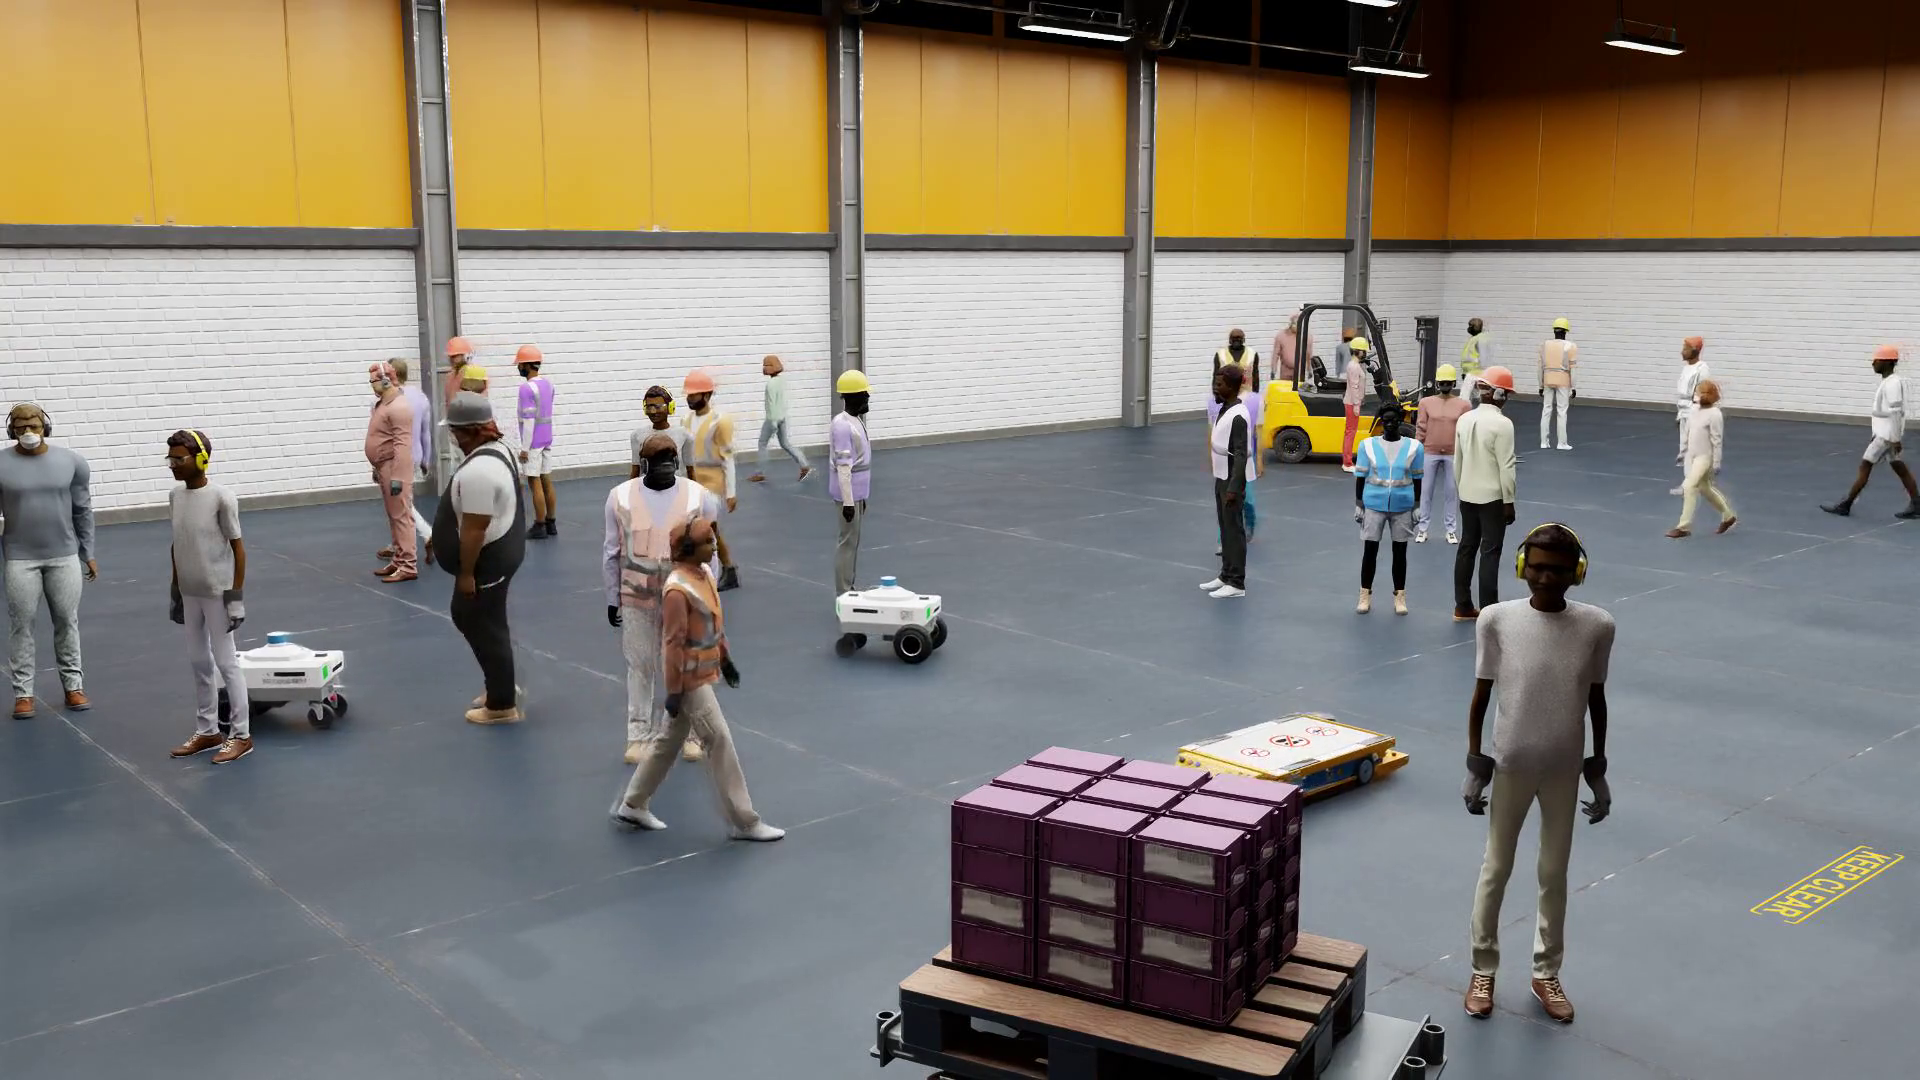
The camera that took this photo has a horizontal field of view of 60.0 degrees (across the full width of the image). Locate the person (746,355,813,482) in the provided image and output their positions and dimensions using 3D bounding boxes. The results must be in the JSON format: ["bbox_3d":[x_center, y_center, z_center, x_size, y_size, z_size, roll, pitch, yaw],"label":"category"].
[{"bbox_3d":[-2.251,-1.509,20.703,0.791,1.601,0.499,3,10,16],"label":"person"}]

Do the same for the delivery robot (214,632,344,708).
[{"bbox_3d":[-4.093,0.796,9.995,0.707,0.478,0.477,-1,10,-3],"label":"delivery robot"}]

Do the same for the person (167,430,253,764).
[{"bbox_3d":[-4.202,0.316,9.263,0.535,1.859,0.309,4,11,24],"label":"person"}]

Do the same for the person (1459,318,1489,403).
[{"bbox_3d":[8.635,-2.820,27.833,0.966,1.803,0.624,1,10,6],"label":"person"}]

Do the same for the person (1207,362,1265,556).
[{"bbox_3d":[2.629,-0.790,15.830,0.584,1.828,0.711,4,11,24],"label":"person"}]

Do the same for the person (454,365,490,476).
[{"bbox_3d":[-4.935,-0.942,17.077,0.833,1.700,0.497,-2,10,-12],"label":"person"}]

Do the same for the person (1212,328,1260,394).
[{"bbox_3d":[3.787,-1.985,22.820,0.637,1.832,0.430,1,10,7],"label":"person"}]

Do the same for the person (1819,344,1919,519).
[{"bbox_3d":[9.941,-1.162,17.879,1.036,1.877,0.551,5,11,27],"label":"person"}]

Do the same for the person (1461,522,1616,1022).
[{"bbox_3d":[2.126,0.850,6.122,0.530,1.864,0.313,1,10,7],"label":"person"}]

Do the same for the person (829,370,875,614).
[{"bbox_3d":[-0.842,-0.370,13.074,0.356,1.930,0.592,1,10,4],"label":"person"}]

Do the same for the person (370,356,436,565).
[{"bbox_3d":[-5.051,-0.716,15.166,0.847,1.913,0.637,5,11,27],"label":"person"}]

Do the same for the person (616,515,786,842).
[{"bbox_3d":[-1.297,0.661,8.010,0.848,1.599,0.522,0,10,2],"label":"person"}]

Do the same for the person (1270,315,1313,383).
[{"bbox_3d":[5.629,-2.903,28.225,0.685,1.838,1.062,2,10,14],"label":"person"}]

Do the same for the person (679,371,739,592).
[{"bbox_3d":[-2.144,-0.448,13.677,0.560,1.882,0.969,9,13,41],"label":"person"}]

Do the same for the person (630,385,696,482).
[{"bbox_3d":[-2.212,-0.220,12.375,0.532,1.868,0.310,1,10,3],"label":"person"}]

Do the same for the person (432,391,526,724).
[{"bbox_3d":[-2.884,0.106,9.967,0.535,2.000,0.699,-1,10,-5],"label":"person"}]

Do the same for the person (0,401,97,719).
[{"bbox_3d":[-5.642,0.115,10.208,0.633,1.938,0.356,-7,12,-35],"label":"person"}]

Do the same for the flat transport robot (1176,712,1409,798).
[{"bbox_3d":[1.708,1.179,8.854,1.431,0.197,0.652,-8,13,-41],"label":"flat transport robot"}]

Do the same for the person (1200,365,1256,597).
[{"bbox_3d":[2.240,-0.484,13.776,0.392,1.920,0.587,0,10,-3],"label":"person"}]

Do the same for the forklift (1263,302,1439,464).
[{"bbox_3d":[5.320,-2.157,22.763,2.313,2.155,1.214,3,10,16],"label":"forklift"}]

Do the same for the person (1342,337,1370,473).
[{"bbox_3d":[5.152,-1.757,21.678,0.309,1.769,0.524,2,10,10],"label":"person"}]

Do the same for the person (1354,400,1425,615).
[{"bbox_3d":[3.363,-0.253,13.071,0.541,1.696,0.315,2,10,12],"label":"person"}]

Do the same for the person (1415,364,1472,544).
[{"bbox_3d":[4.728,-0.840,16.309,0.525,1.769,0.308,2,10,13],"label":"person"}]

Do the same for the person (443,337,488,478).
[{"bbox_3d":[-5.177,-1.172,17.655,0.628,1.975,0.683,6,11,31],"label":"person"}]

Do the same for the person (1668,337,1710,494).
[{"bbox_3d":[8.719,-1.453,19.666,0.597,1.865,0.585,0,10,3],"label":"person"}]

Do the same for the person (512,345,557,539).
[{"bbox_3d":[-4.260,-0.974,16.595,0.368,1.933,0.553,2,10,12],"label":"person"}]

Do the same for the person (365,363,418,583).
[{"bbox_3d":[-4.938,-0.586,14.431,0.407,1.902,0.639,-5,11,-26],"label":"person"}]

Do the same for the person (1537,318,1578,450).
[{"bbox_3d":[8.688,-2.266,24.190,0.586,1.925,0.369,9,13,41],"label":"person"}]

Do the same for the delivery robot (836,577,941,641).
[{"bbox_3d":[-0.504,0.501,11.719,0.707,0.478,0.477,2,10,14],"label":"delivery robot"}]

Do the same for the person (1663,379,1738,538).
[{"bbox_3d":[7.491,-0.819,16.671,0.810,1.600,0.504,-1,10,-4],"label":"person"}]

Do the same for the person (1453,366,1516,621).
[{"bbox_3d":[4.012,-0.326,12.653,0.392,1.987,0.611,-4,10,-22],"label":"person"}]

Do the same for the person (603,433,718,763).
[{"bbox_3d":[-1.661,0.325,9.254,0.633,1.846,0.429,-1,10,-8],"label":"person"}]

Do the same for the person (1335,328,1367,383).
[{"bbox_3d":[6.694,-2.828,28.507,0.542,1.615,0.680,3,10,17],"label":"person"}]
